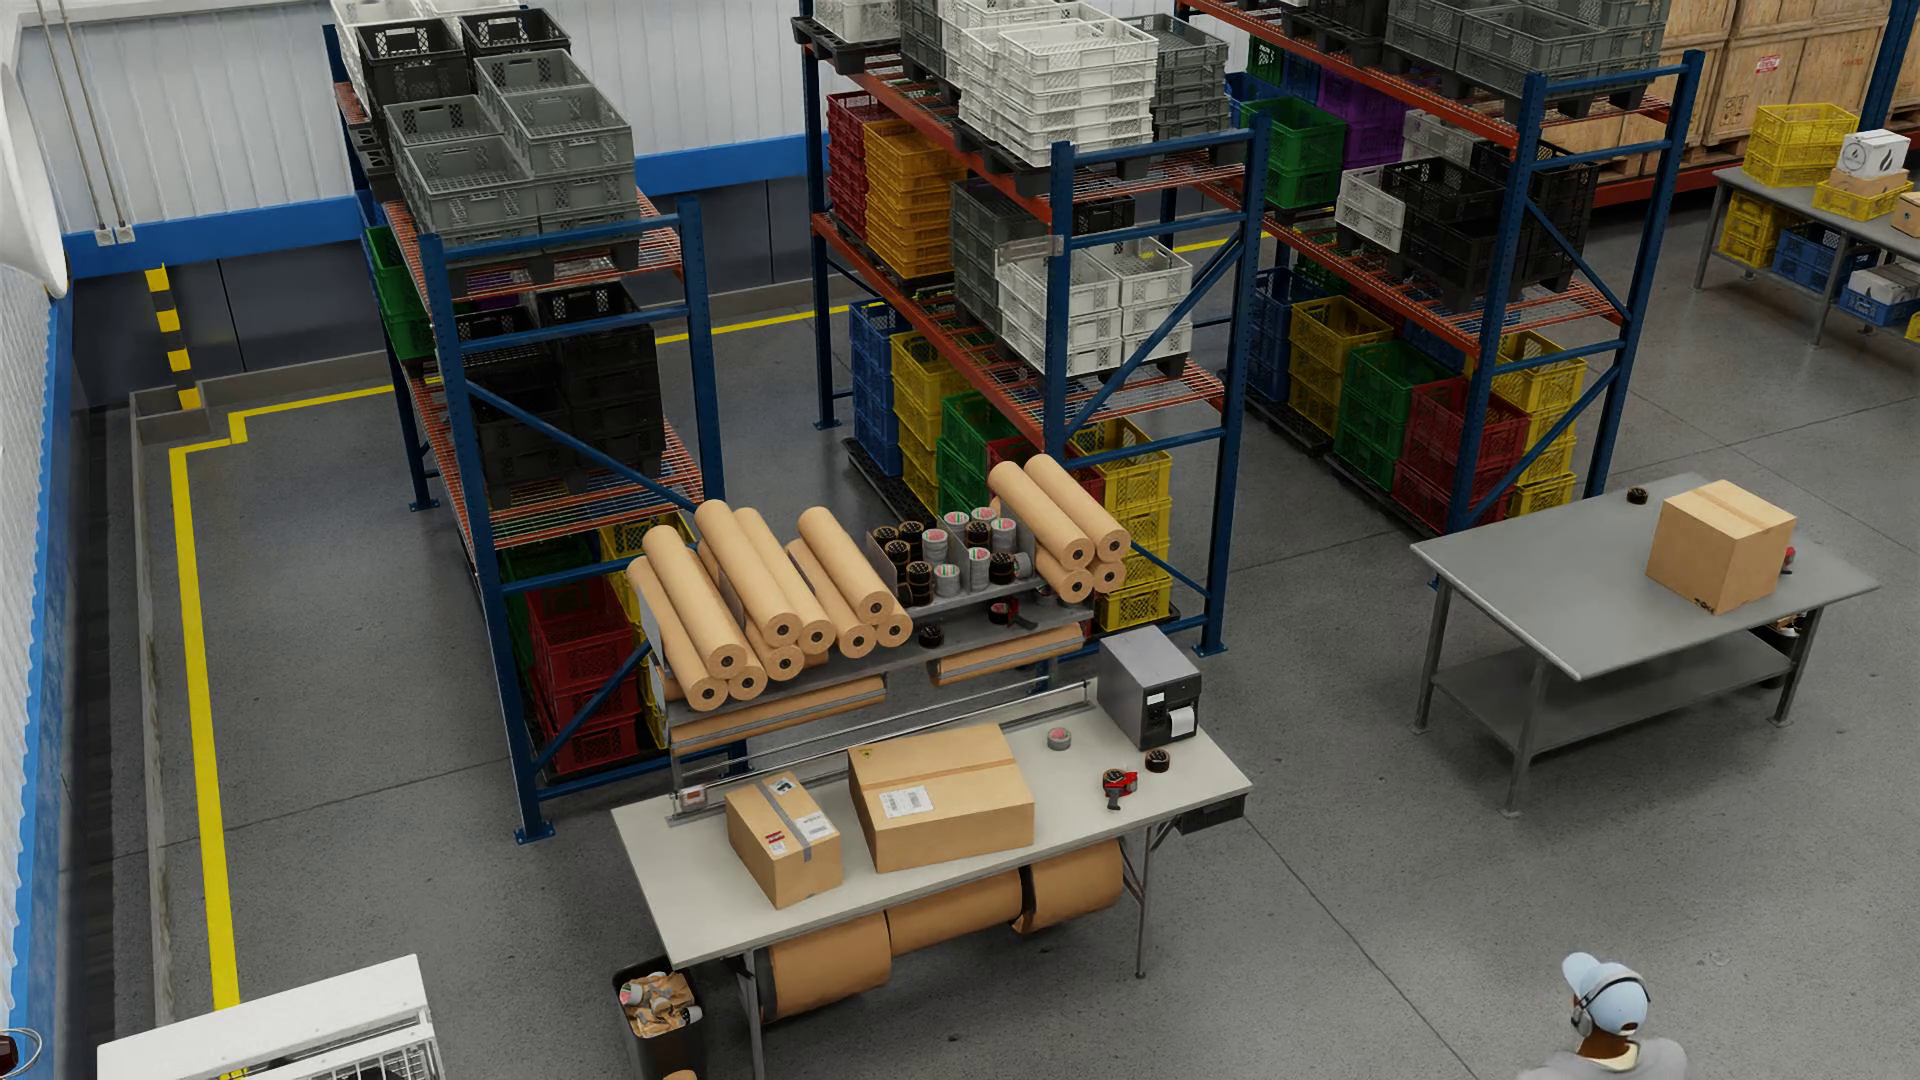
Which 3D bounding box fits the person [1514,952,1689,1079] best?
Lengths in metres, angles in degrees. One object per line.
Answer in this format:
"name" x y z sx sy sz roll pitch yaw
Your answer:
"person" 1.872 2.012 5.193 0.589 1.852 0.399 -9 33 -14
